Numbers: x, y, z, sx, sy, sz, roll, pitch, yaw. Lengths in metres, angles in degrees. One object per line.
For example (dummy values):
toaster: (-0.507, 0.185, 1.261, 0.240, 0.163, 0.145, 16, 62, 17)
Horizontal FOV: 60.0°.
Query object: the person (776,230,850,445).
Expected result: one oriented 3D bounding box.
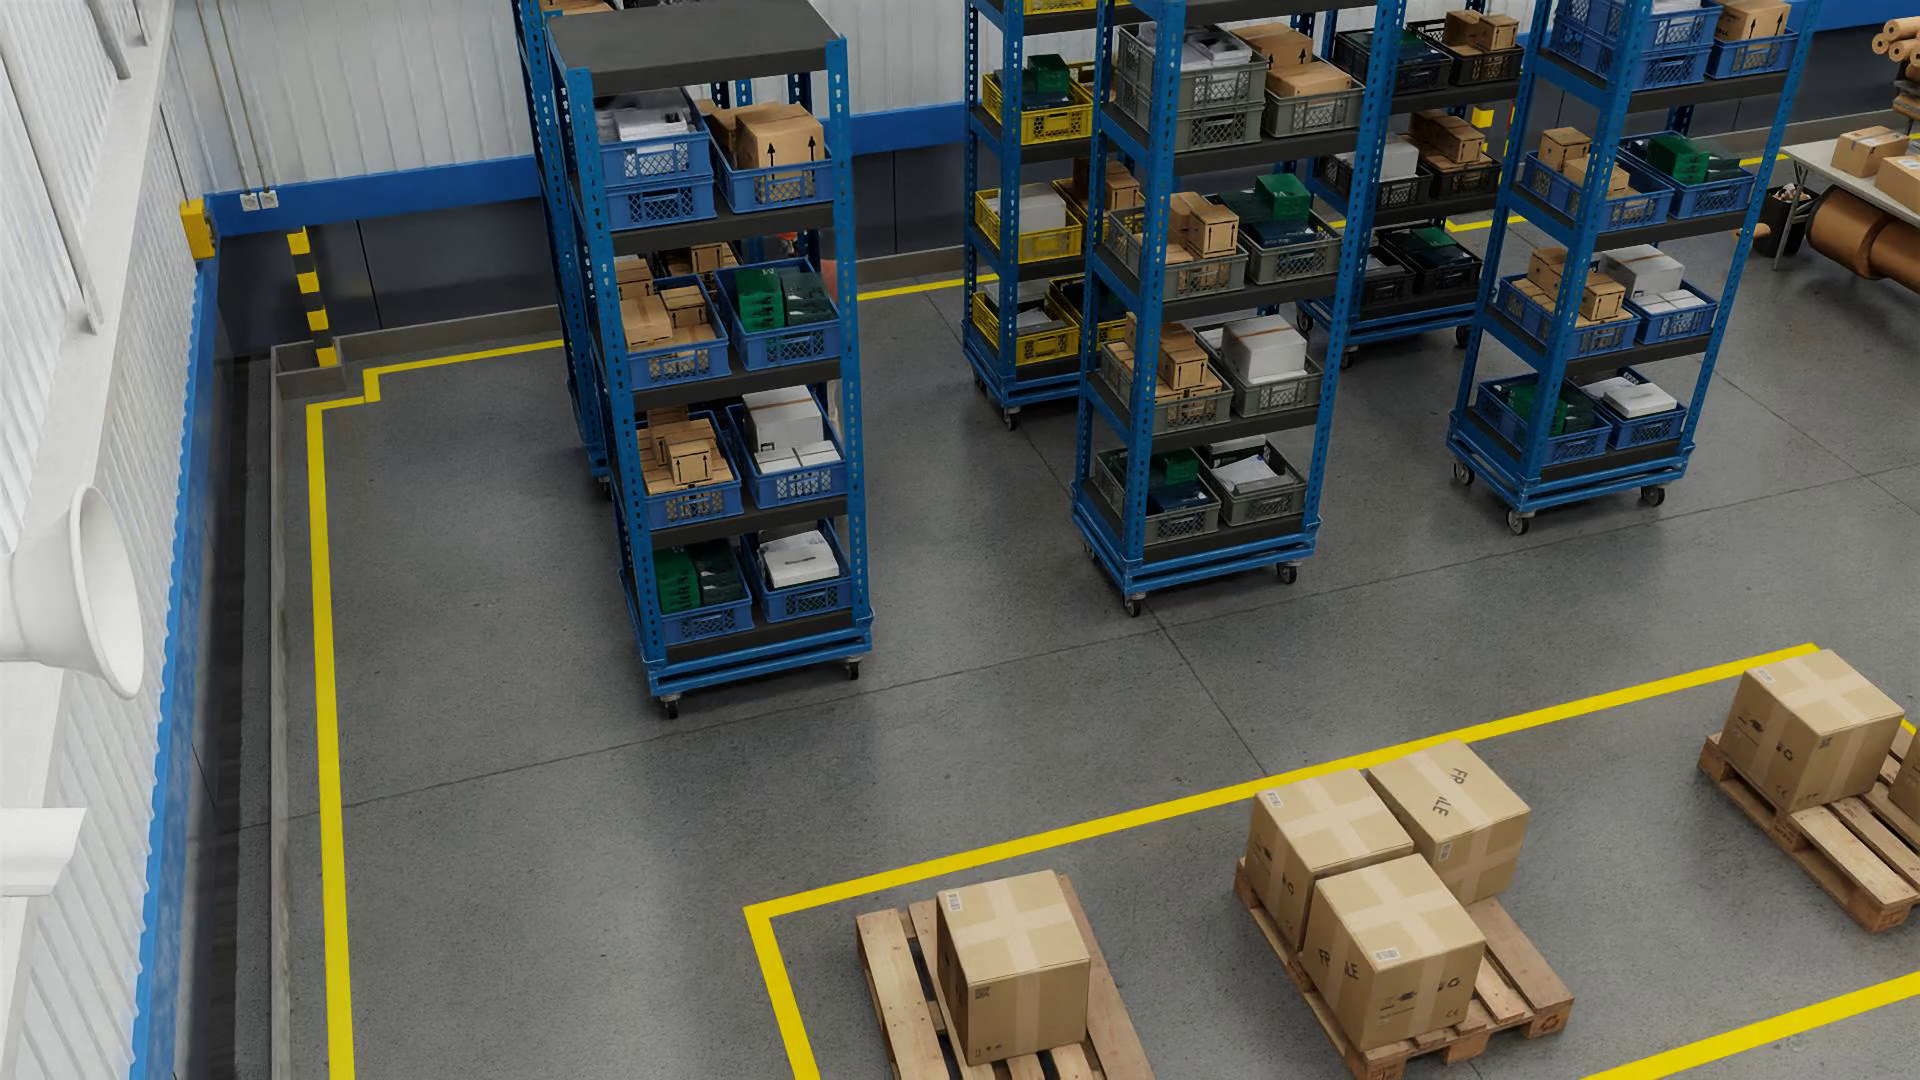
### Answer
person: (-0.933, -1.085, 10.099, 0.628, 1.981, 0.410, -29, 44, -34)
